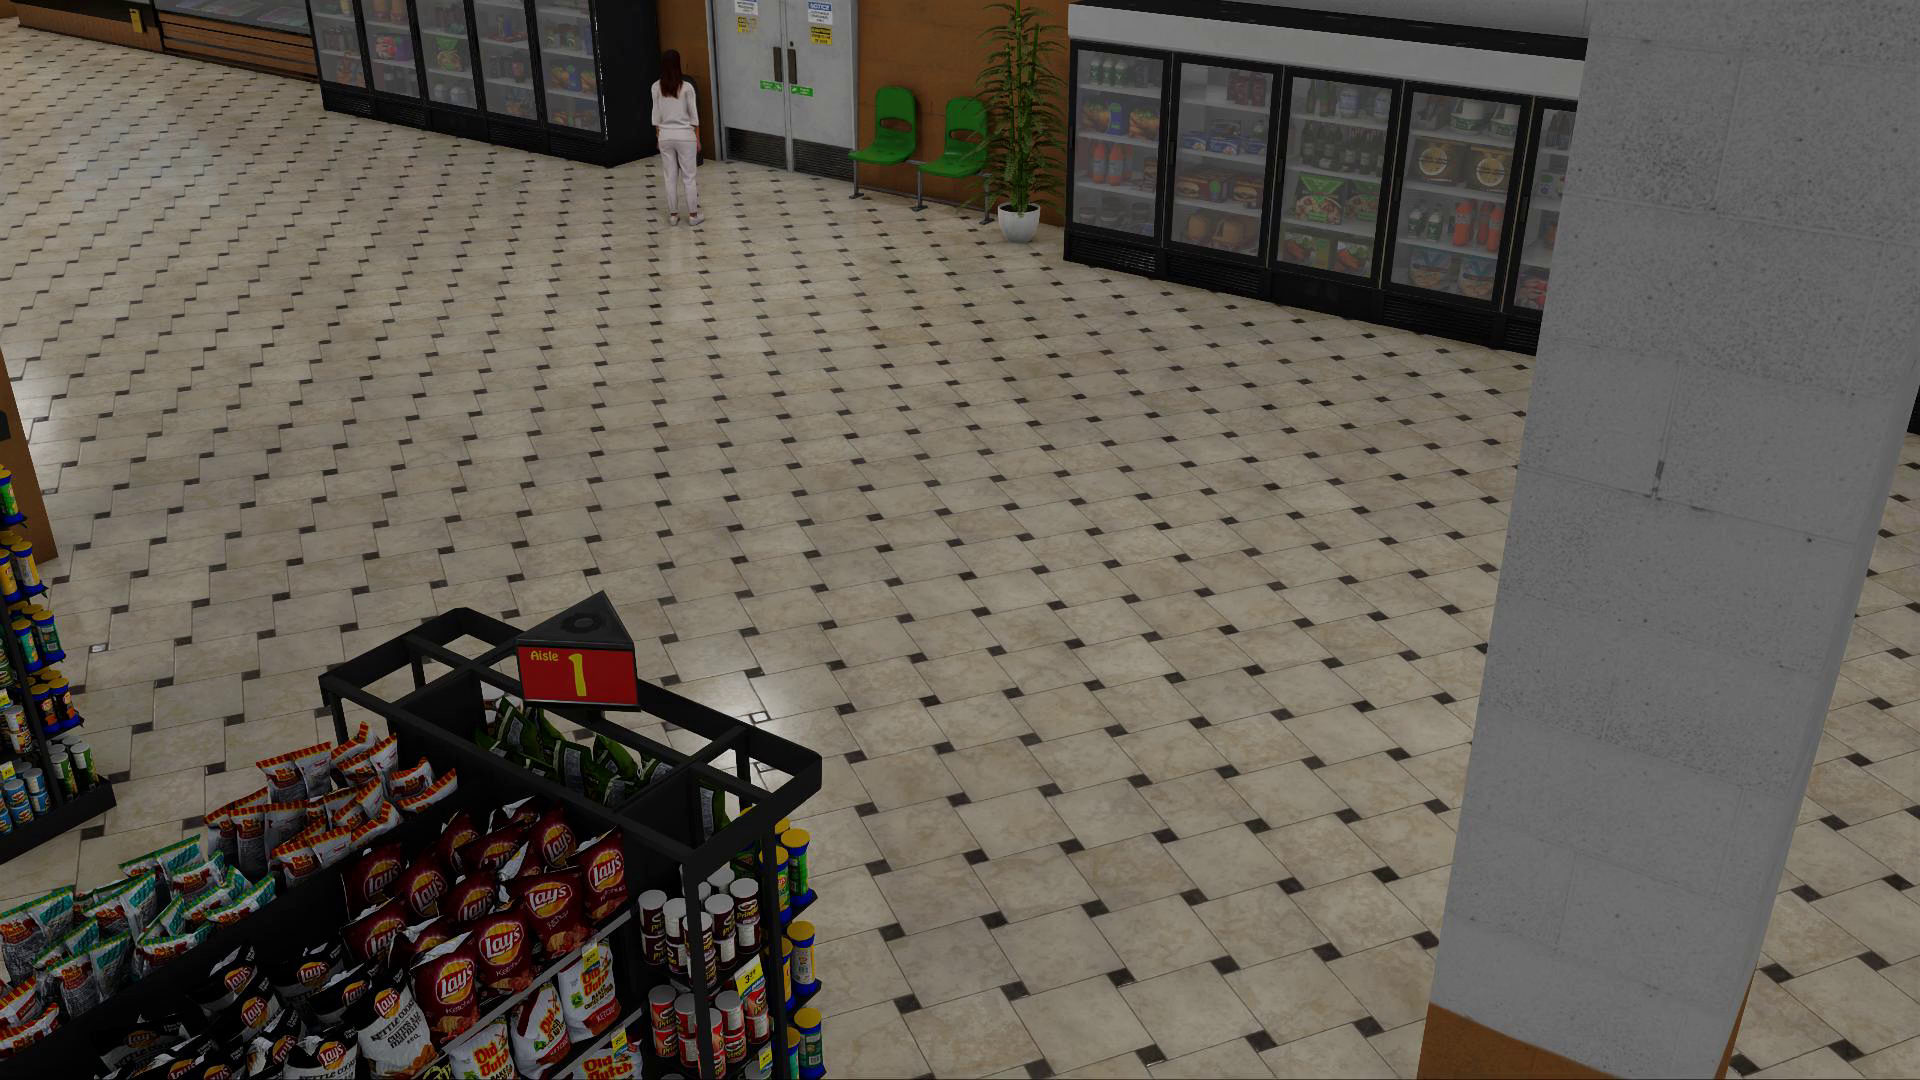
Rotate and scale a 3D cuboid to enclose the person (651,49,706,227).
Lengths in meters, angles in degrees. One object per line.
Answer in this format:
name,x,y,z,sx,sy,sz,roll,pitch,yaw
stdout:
person,-2.744,-3.905,16.156,0.686,1.688,0.692,2,27,4
